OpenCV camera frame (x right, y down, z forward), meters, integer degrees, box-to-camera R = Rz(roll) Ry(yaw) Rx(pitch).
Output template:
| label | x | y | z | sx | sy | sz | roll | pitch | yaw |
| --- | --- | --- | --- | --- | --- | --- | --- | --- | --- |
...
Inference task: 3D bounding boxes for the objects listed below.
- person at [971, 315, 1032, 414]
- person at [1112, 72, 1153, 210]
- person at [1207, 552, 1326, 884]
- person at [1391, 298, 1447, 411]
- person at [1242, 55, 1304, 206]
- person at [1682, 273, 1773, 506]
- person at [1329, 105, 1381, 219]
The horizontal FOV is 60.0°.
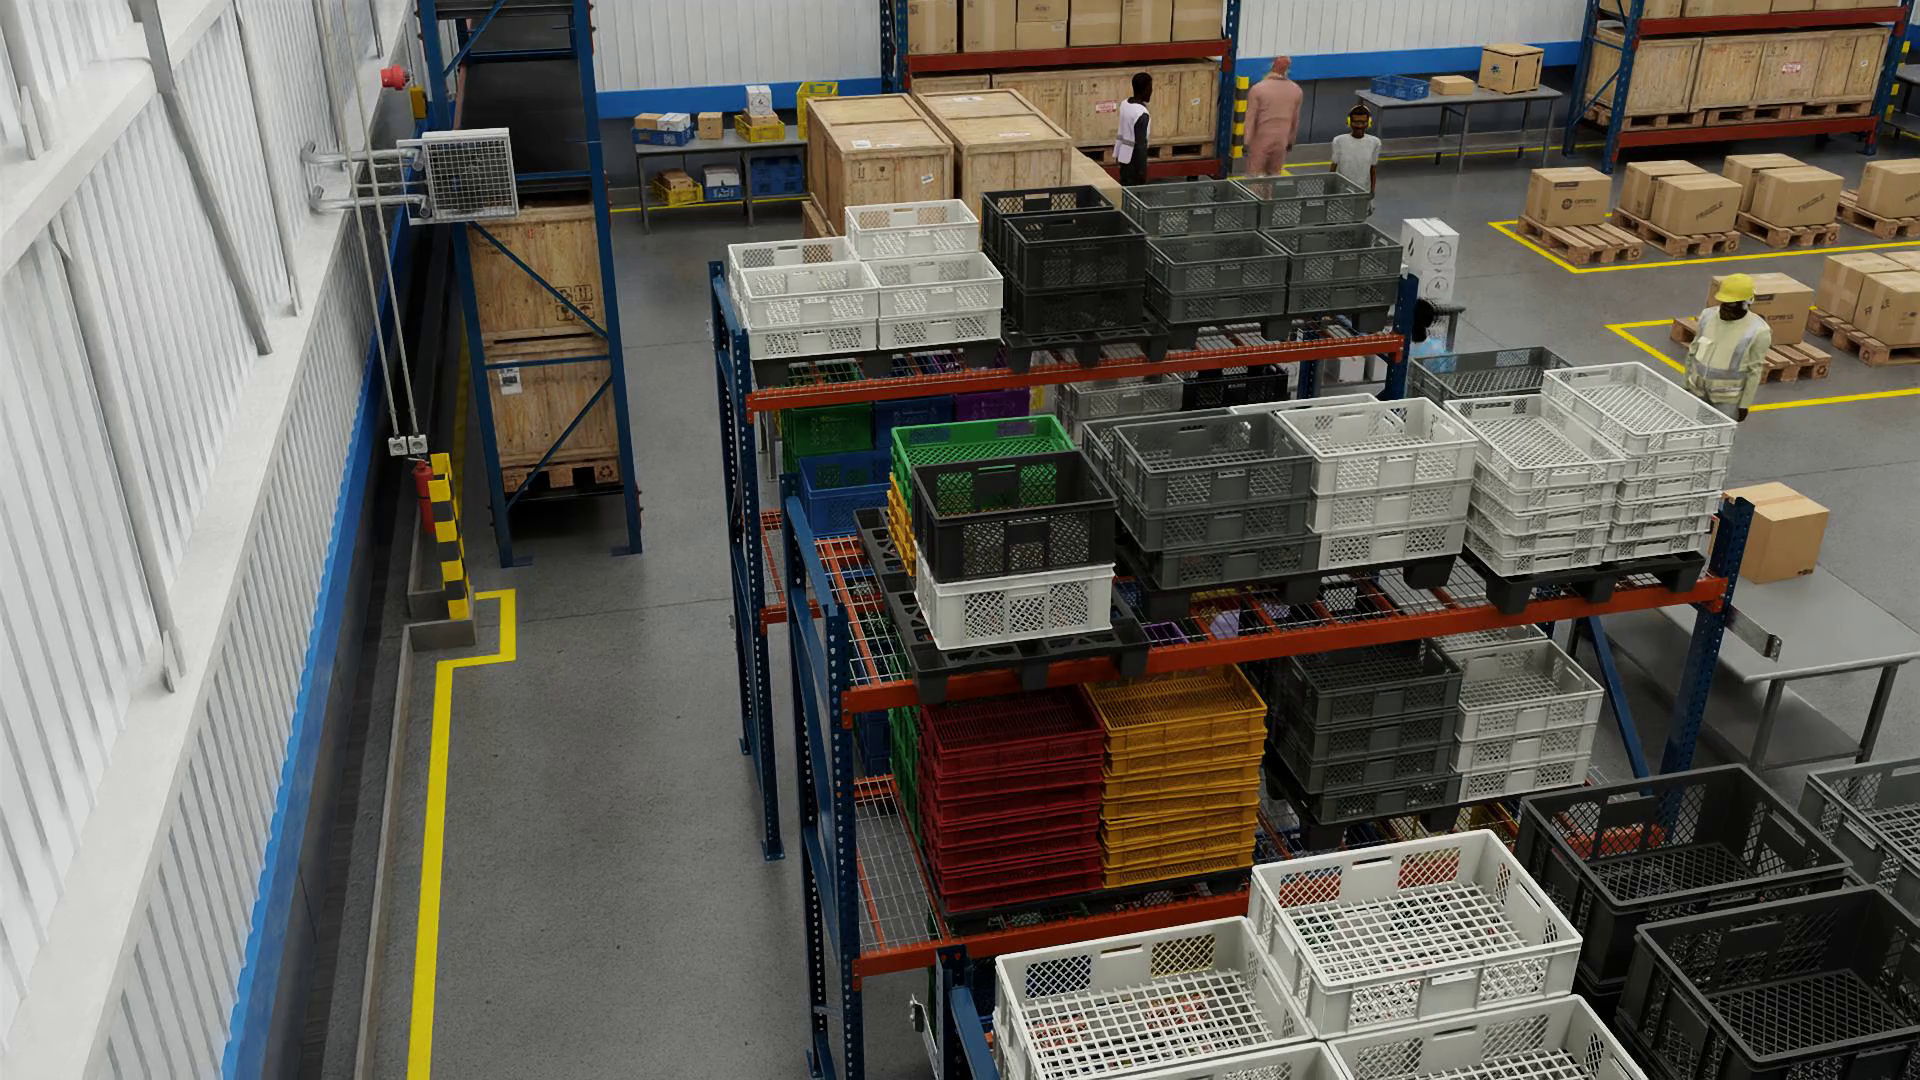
| label | x | y | z | sx | sy | sz | roll | pitch | yaw |
| --- | --- | --- | --- | --- | --- | --- | --- | --- | --- |
| person | 0.283 | -0.998 | 12.192 | 0.338 | 1.883 | 0.583 | -22 | 35 | -35 |
| person | 1.870 | -4.113 | 18.079 | 0.390 | 1.911 | 0.592 | -8 | 29 | -14 |
| person | 1.551 | 0.925 | 8.494 | 0.634 | 1.933 | 0.371 | 0 | 28 | 0 |
| person | 3.334 | -0.994 | 12.399 | 0.369 | 1.677 | 0.550 | -12 | 30 | -21 |
| person | 3.494 | -4.566 | 18.990 | 0.793 | 1.863 | 0.446 | -7 | 29 | -13 |
| person | 5.691 | -1.136 | 12.520 | 0.403 | 1.824 | 0.588 | -18 | 32 | -30 |
| person | 3.982 | -3.492 | 16.940 | 0.514 | 1.872 | 0.328 | 2 | 28 | 3 |
